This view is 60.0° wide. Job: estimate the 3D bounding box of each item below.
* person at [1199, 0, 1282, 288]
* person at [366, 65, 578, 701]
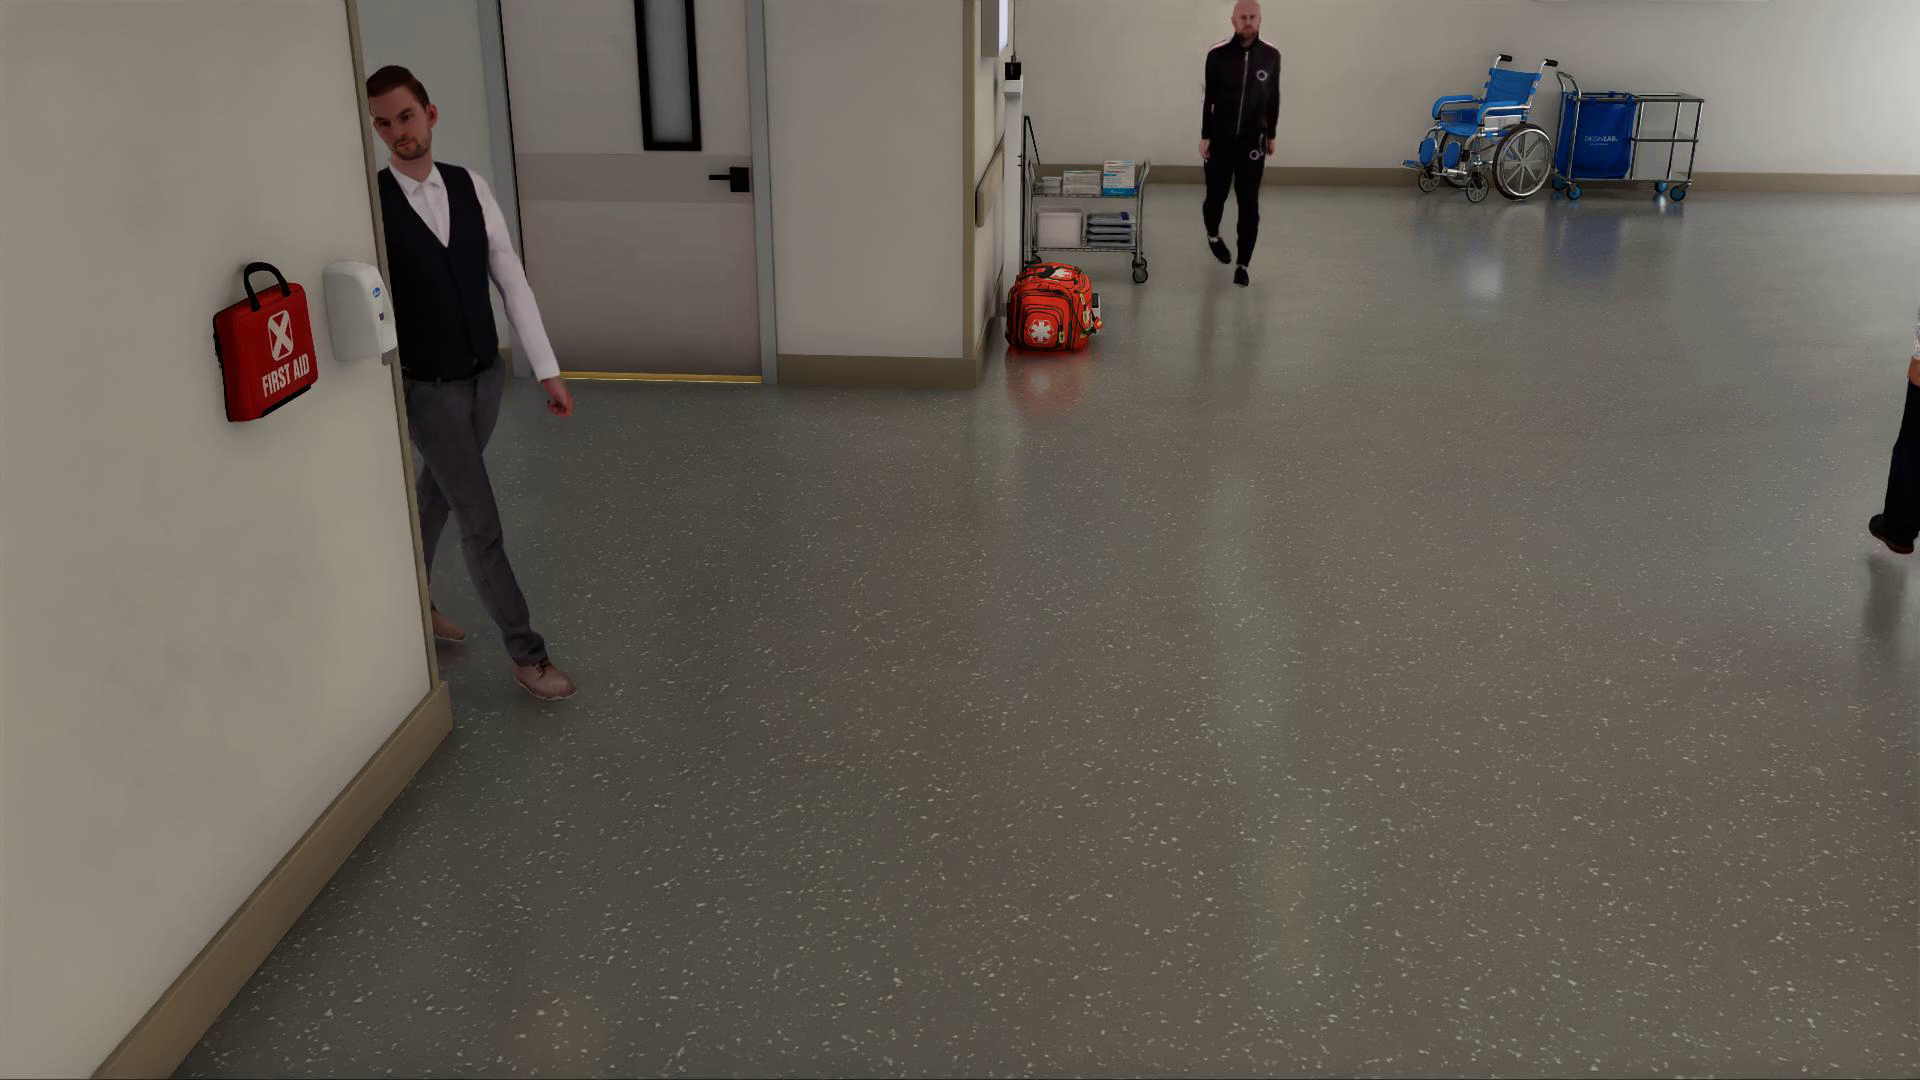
[{"bbox_3d":[1.784,-2.561,10.824,0.649,1.776,1.205,1,21,2],"label":"person"},{"bbox_3d":[-1.653,-0.484,5.173,1.113,1.894,1.238,13,24,31],"label":"person"}]
